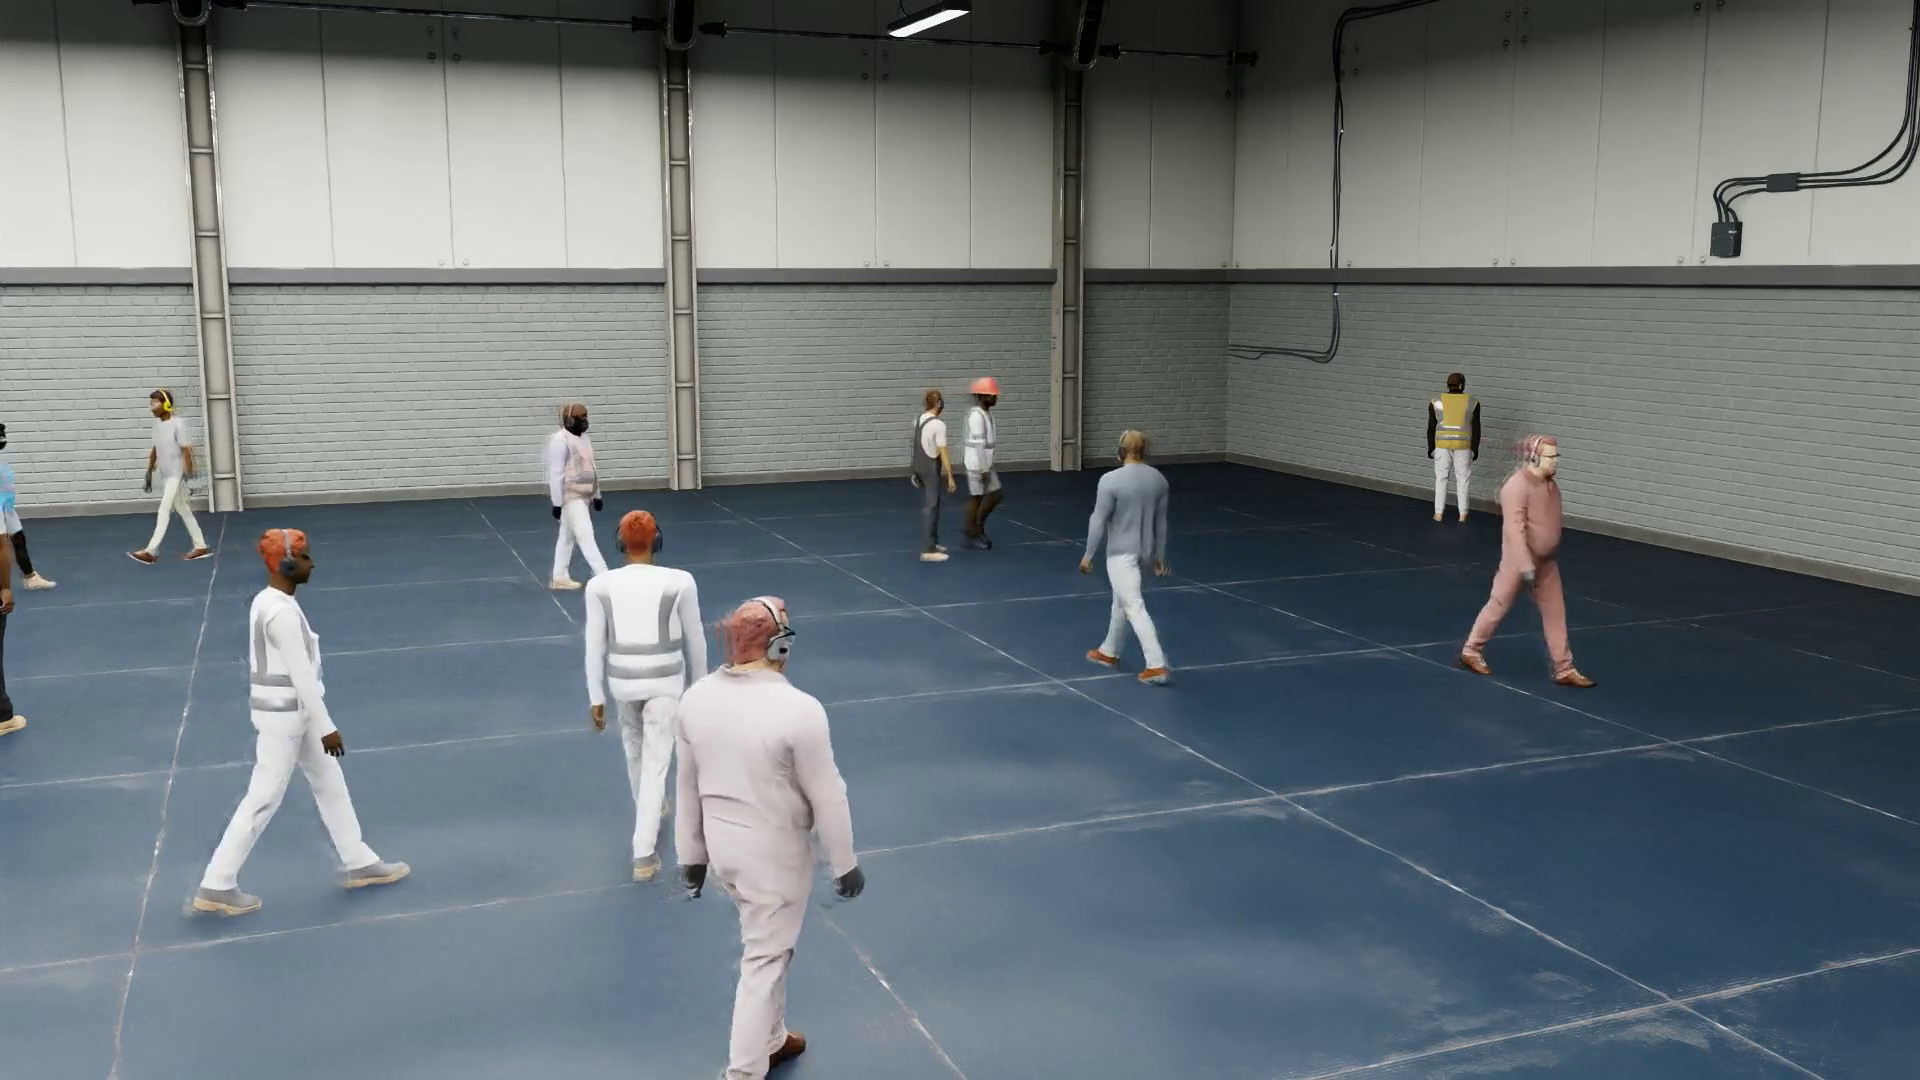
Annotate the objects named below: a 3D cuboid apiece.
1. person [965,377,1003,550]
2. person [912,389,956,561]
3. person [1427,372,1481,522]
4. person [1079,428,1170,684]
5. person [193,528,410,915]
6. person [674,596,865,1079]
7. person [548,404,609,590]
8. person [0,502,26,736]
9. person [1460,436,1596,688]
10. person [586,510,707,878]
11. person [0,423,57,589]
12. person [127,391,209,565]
[{"bbox_3d":[0.250,-0.834,18.337,0.451,1.924,0.555,4,10,21],"label":"person"},{"bbox_3d":[-0.248,-0.693,17.739,0.491,1.821,0.630,-5,10,-30],"label":"person"},{"bbox_3d":[6.093,-1.145,20.540,0.633,1.839,0.429,3,9,17],"label":"person"},{"bbox_3d":[1.290,0.109,12.528,0.641,1.899,1.009,-7,12,-38],"label":"person"},{"bbox_3d":[-3.233,0.856,7.984,0.978,1.843,0.575,-4,10,-23],"label":"person"},{"bbox_3d":[-0.647,1.134,6.105,0.650,1.882,0.751,7,12,39],"label":"person"},{"bbox_3d":[-3.555,-0.392,15.910,0.901,1.802,0.654,2,9,10],"label":"person"},{"bbox_3d":[-6.555,0.283,10.939,0.688,2.000,0.539,-1,9,-5],"label":"person"},{"bbox_3d":[4.234,0.146,12.406,0.638,1.858,1.034,-7,11,-36],"label":"person"},{"bbox_3d":[-1.618,0.756,8.654,0.582,1.830,0.999,1,9,5],"label":"person"},{"bbox_3d":[-9.213,-0.305,15.842,0.874,1.655,0.540,-3,9,-17],"label":"person"},{"bbox_3d":[-8.395,-0.653,17.499,0.562,1.817,0.963,7,11,37],"label":"person"}]
